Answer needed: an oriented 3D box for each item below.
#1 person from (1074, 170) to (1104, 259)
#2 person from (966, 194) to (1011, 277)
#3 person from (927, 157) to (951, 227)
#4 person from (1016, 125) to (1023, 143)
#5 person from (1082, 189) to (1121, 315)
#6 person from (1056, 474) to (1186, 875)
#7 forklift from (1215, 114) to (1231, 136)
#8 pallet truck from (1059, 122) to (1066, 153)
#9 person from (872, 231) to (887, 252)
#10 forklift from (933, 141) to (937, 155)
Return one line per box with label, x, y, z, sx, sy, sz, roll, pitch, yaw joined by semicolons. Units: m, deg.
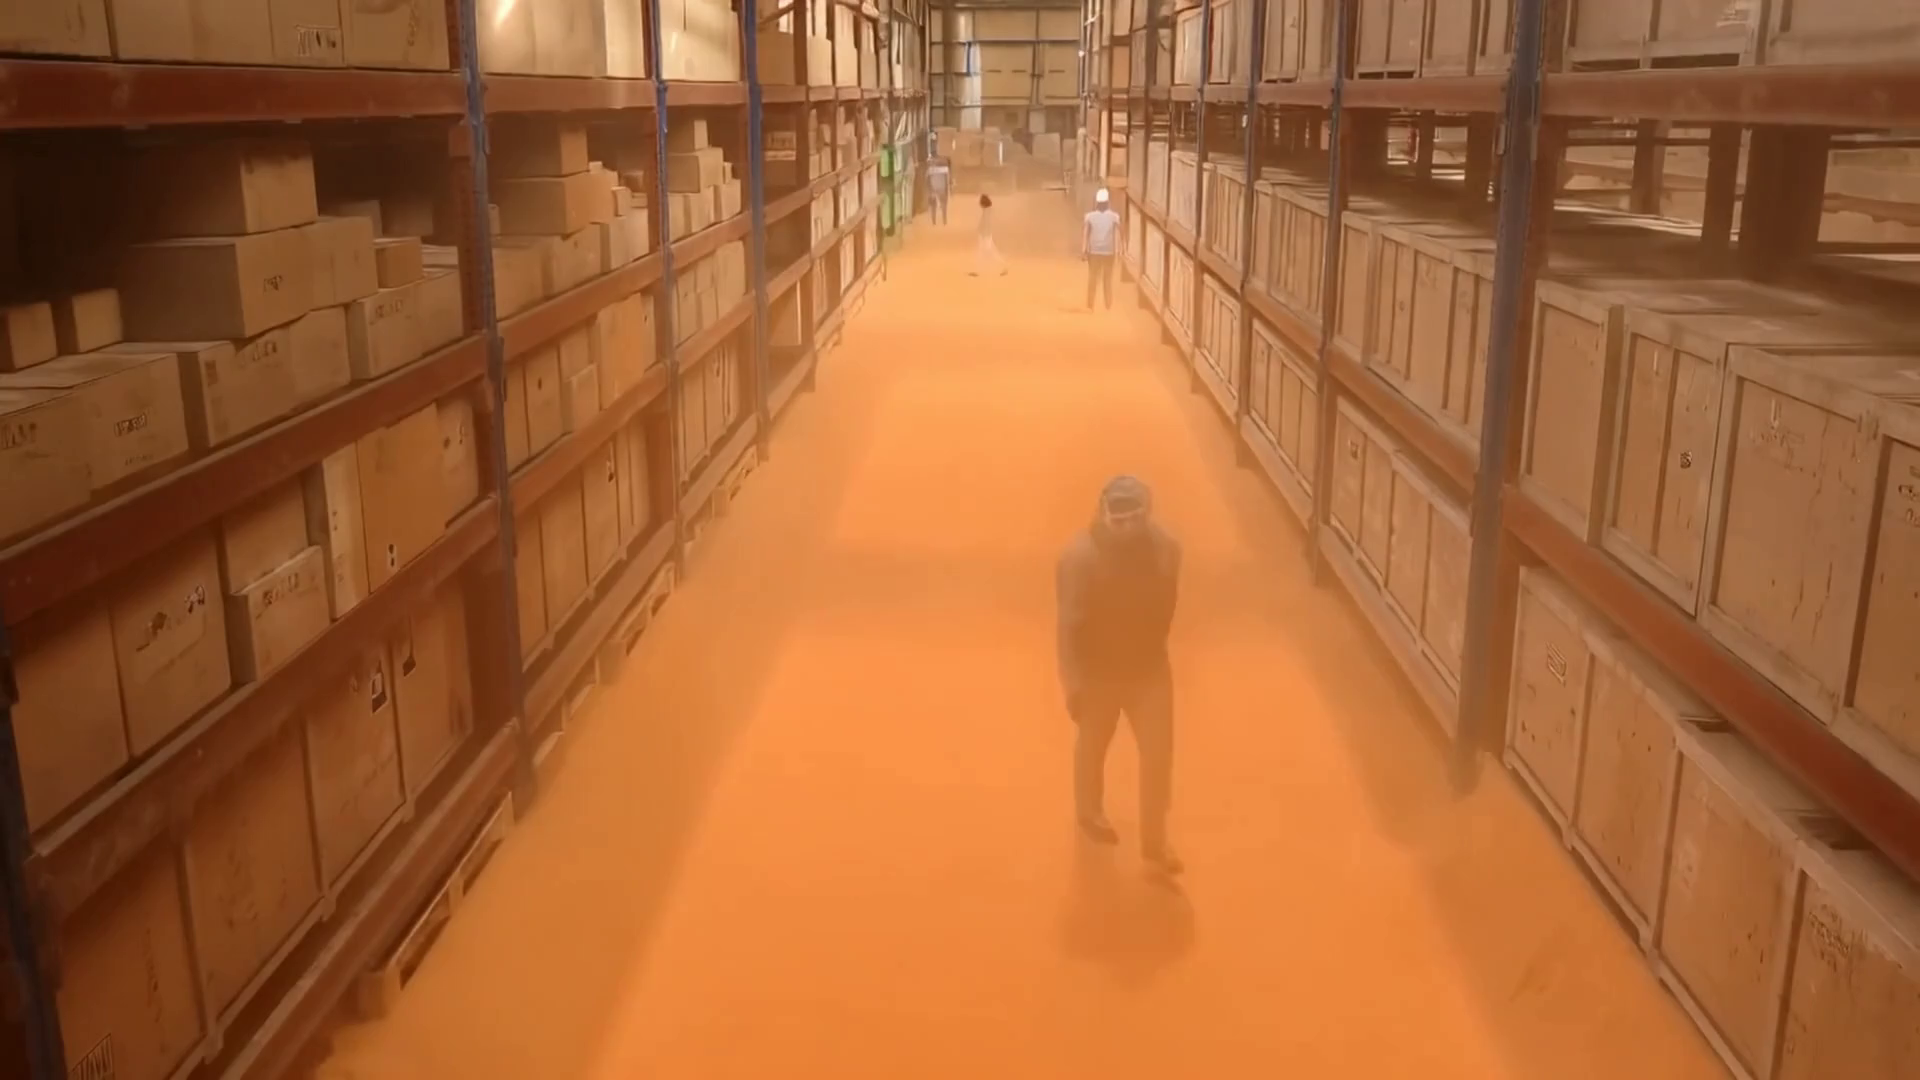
person;2.779;-6.934;35.505;0.682;1.876;0.526;-8;17;-29
person;0.569;-5.871;32.075;0.832;1.600;0.506;1;15;4
person;-0.551;-9.193;43.977;0.621;1.838;0.429;2;15;8
person;2.949;-19.768;83.128;0.354;1.937;0.635;-1;15;-5
person;2.257;-4.593;26.559;0.623;1.993;0.385;3;15;10
person;0.735;0.592;7.541;0.647;1.852;0.875;-5;16;-19
forklift;8.765;-13.181;56.834;1.873;2.768;1.129;-12;19;-37
pallet truck;5.788;-21.111;88.014;1.885;1.965;0.823;5;16;18
person;-2.007;-7.057;36.454;0.755;1.615;0.527;-1;15;-2
forklift;-2.139;-20.337;83.460;1.873;2.768;1.129;2;15;8
